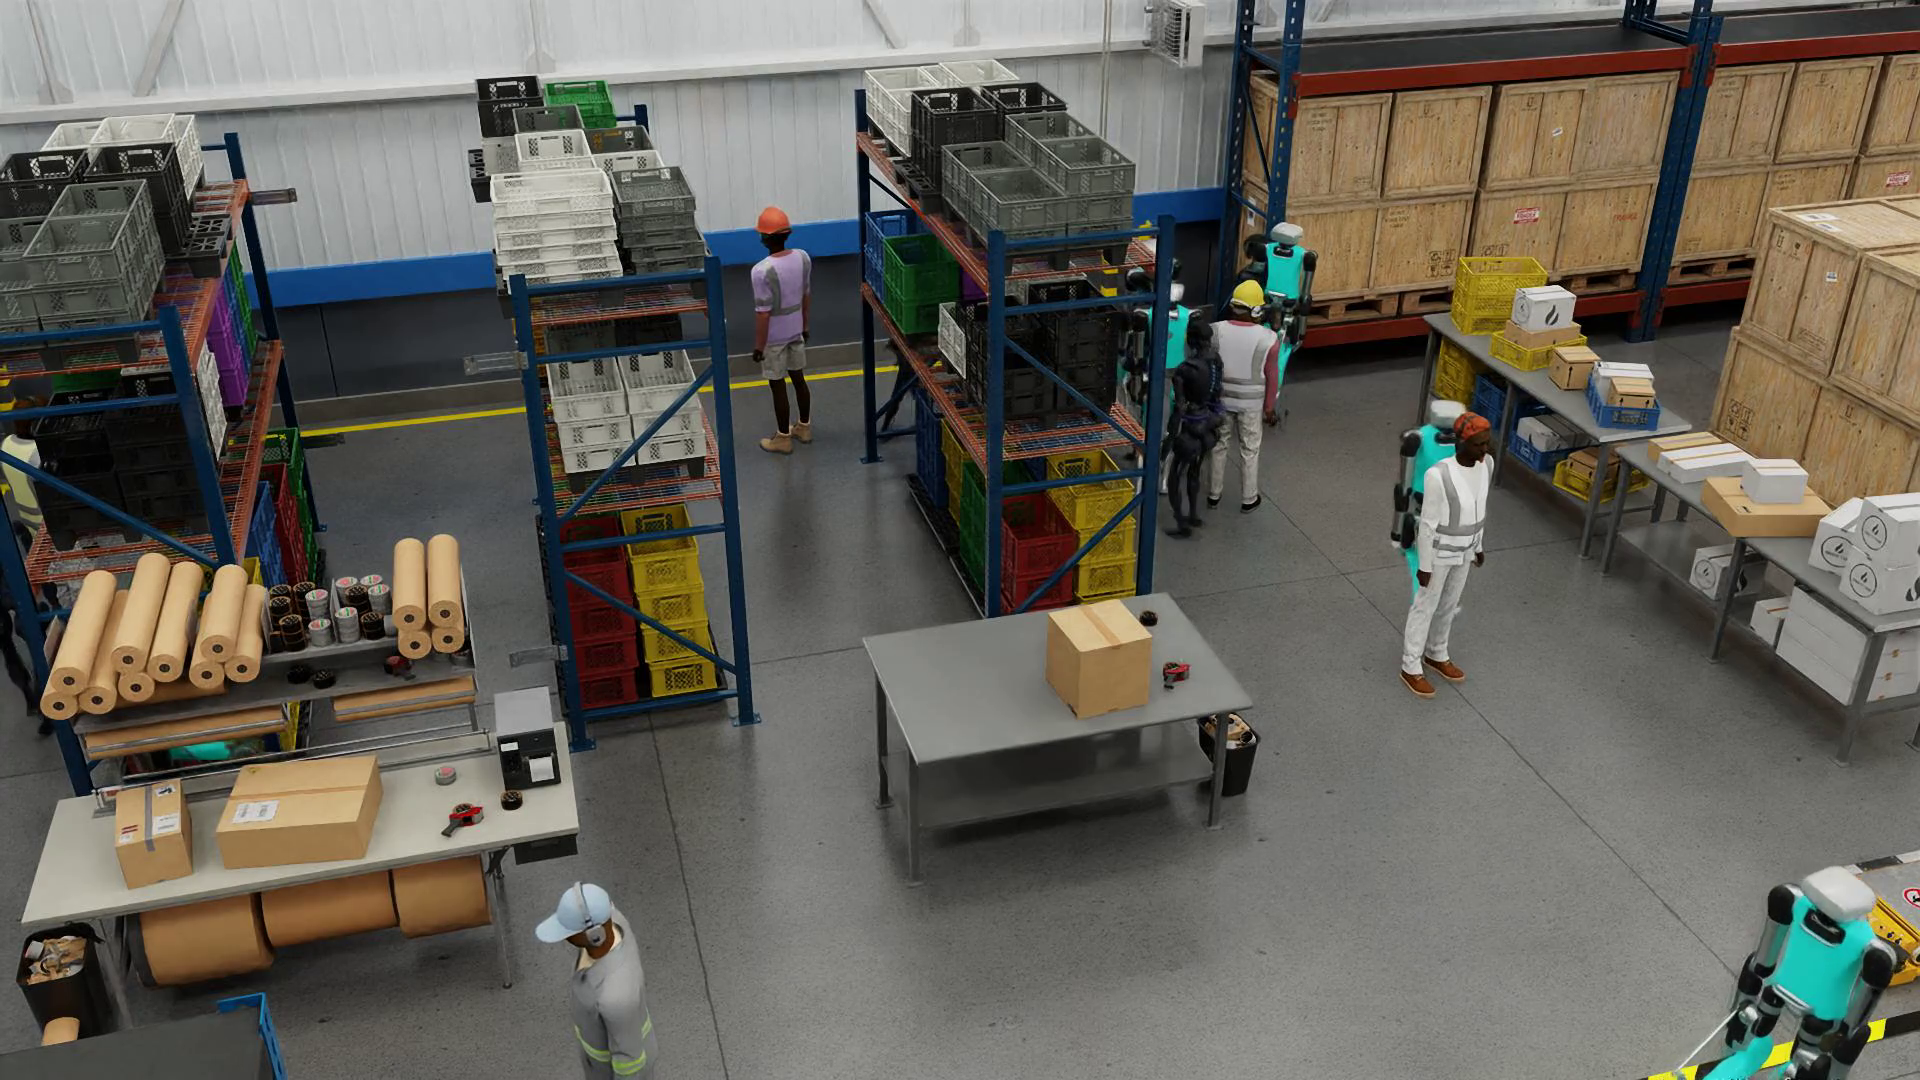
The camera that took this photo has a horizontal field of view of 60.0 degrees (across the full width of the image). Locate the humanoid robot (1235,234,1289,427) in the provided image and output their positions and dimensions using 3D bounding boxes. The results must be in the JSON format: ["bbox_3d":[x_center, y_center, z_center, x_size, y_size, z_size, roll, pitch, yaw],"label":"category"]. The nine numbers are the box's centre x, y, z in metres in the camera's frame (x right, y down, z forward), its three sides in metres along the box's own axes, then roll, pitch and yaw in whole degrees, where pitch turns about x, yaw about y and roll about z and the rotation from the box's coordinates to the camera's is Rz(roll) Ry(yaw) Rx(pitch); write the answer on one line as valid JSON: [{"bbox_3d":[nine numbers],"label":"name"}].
[{"bbox_3d":[2.497,-1.752,13.939,0.729,1.646,0.589,14,32,24],"label":"humanoid robot"}]

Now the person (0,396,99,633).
[{"bbox_3d":[-5.727,-0.060,10.644,0.620,1.838,0.429,17,33,28],"label":"person"}]

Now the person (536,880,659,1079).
[{"bbox_3d":[-1.414,2.102,6.697,0.395,1.849,0.588,-9,30,-16],"label":"person"}]

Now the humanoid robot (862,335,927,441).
[{"bbox_3d":[-0.504,-1.600,13.636,0.734,1.627,0.597,-9,30,-15],"label":"humanoid robot"}]

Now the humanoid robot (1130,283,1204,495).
[{"bbox_3d":[1.552,-1.172,12.778,0.535,1.809,0.667,1,29,2],"label":"humanoid robot"}]

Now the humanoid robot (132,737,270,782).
[{"bbox_3d":[-4.023,1.074,8.729,1.043,1.756,0.558,-8,30,-15],"label":"humanoid robot"}]

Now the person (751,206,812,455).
[{"bbox_3d":[-1.456,-1.675,13.372,0.385,2.039,0.614,20,35,32],"label":"person"}]

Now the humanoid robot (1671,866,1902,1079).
[{"bbox_3d":[3.239,2.137,6.751,1.044,1.725,0.531,-16,32,-26],"label":"humanoid robot"}]

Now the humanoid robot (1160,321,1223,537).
[{"bbox_3d":[1.704,-0.814,12.170,0.339,1.649,0.610,26,38,38],"label":"humanoid robot"}]

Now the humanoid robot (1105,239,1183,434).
[{"bbox_3d":[1.394,-1.623,13.730,0.532,1.894,0.792,-18,34,-30],"label":"humanoid robot"}]

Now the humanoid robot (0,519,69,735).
[{"bbox_3d":[-5.716,0.388,10.008,0.609,1.657,0.434,-4,29,-7],"label":"humanoid robot"}]

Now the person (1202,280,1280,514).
[{"bbox_3d":[2.086,-1.061,12.478,0.590,1.822,0.404,11,31,20],"label":"person"}]

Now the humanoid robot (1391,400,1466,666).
[{"bbox_3d":[3.084,0.069,10.586,0.531,1.826,0.807,-5,29,-9],"label":"humanoid robot"}]

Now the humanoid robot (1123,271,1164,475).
[{"bbox_3d":[1.506,-1.339,13.134,0.372,1.654,0.604,13,31,22],"label":"humanoid robot"}]

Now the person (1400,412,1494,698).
[{"bbox_3d":[3.047,0.083,10.335,0.572,1.883,0.354,-19,34,-31],"label":"person"}]

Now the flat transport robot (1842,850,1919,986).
[{"bbox_3d":[5.163,1.916,8.676,1.431,0.231,0.659,-8,30,-14],"label":"flat transport robot"}]

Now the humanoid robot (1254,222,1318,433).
[{"bbox_3d":[2.539,-1.650,13.674,0.538,1.841,0.660,15,32,25],"label":"humanoid robot"}]
